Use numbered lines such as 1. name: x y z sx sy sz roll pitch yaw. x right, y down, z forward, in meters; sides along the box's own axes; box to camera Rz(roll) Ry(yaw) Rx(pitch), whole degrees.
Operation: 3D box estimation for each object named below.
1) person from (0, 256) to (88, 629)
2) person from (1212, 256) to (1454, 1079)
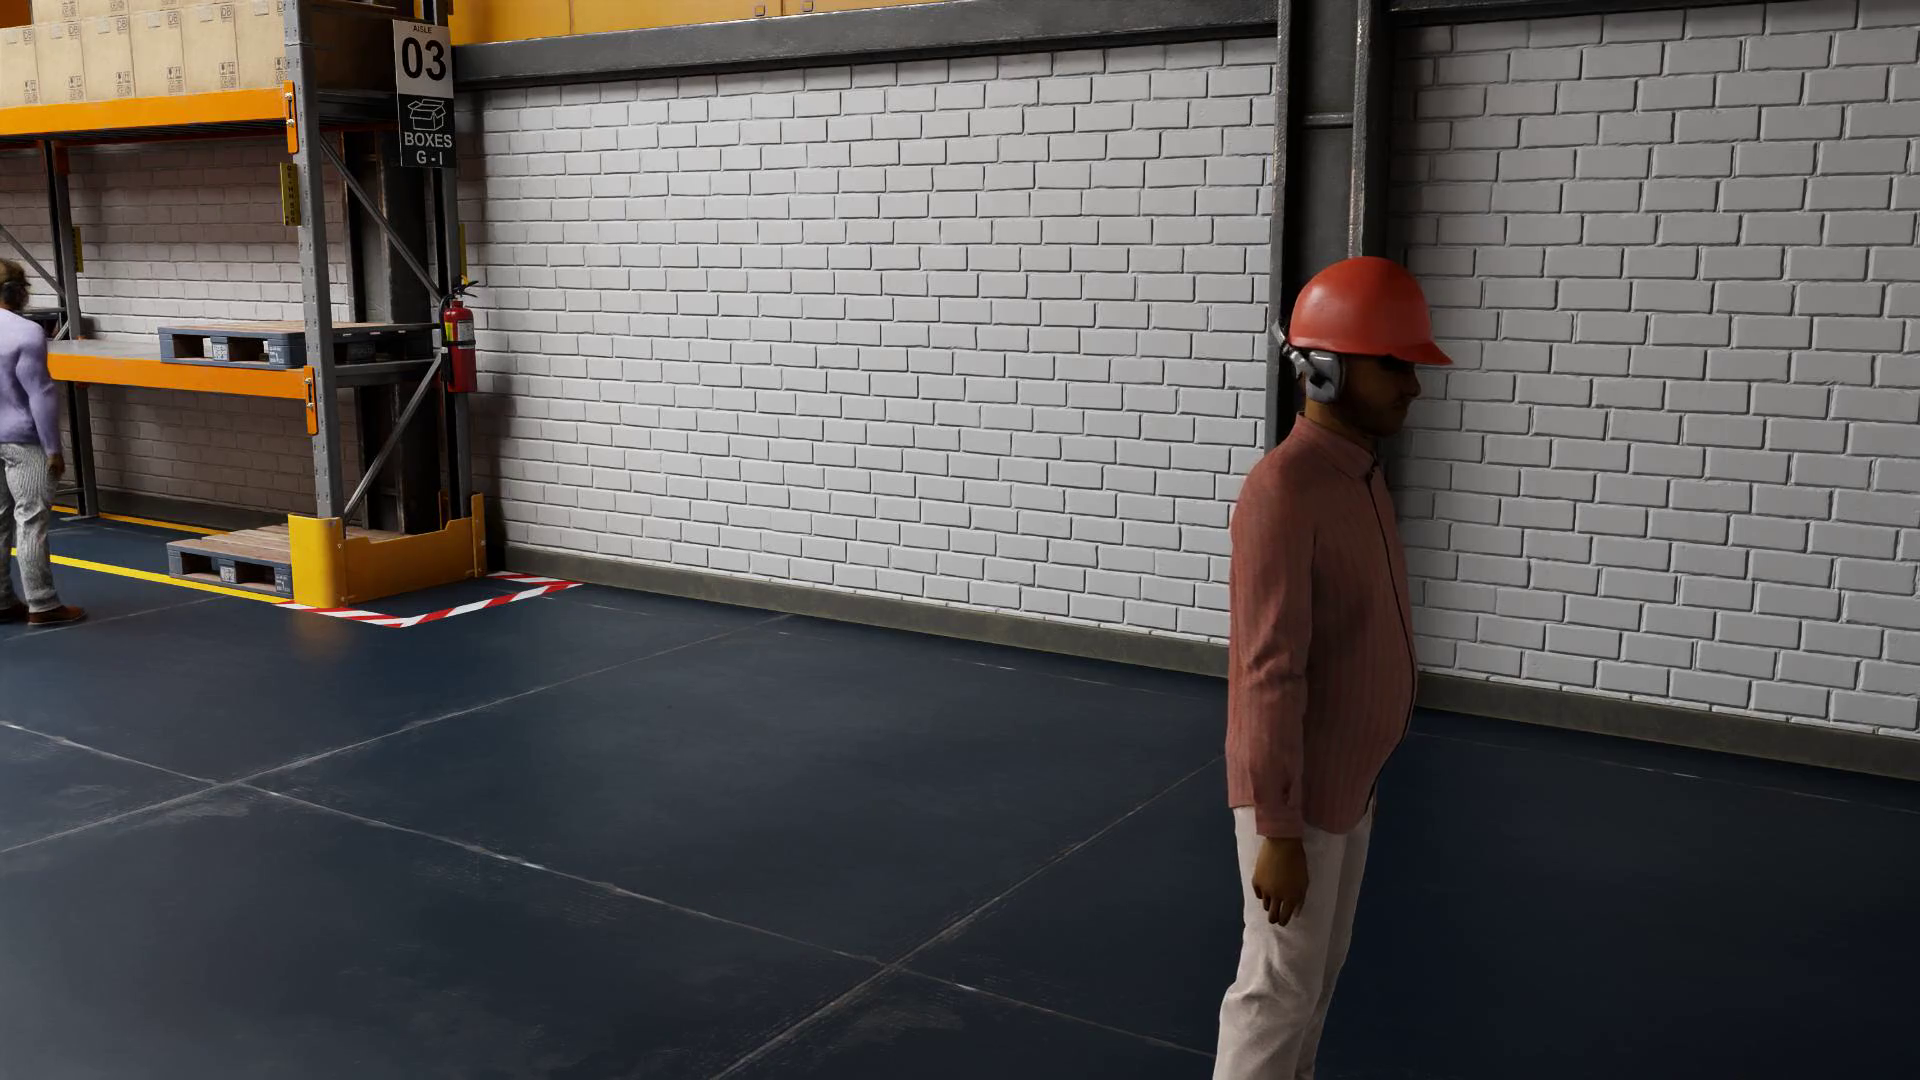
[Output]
1. person: -4.934 -0.498 8.676 0.634 1.937 0.356 4 11 20
2. person: 0.698 0.467 3.177 0.400 1.989 0.623 5 11 26
